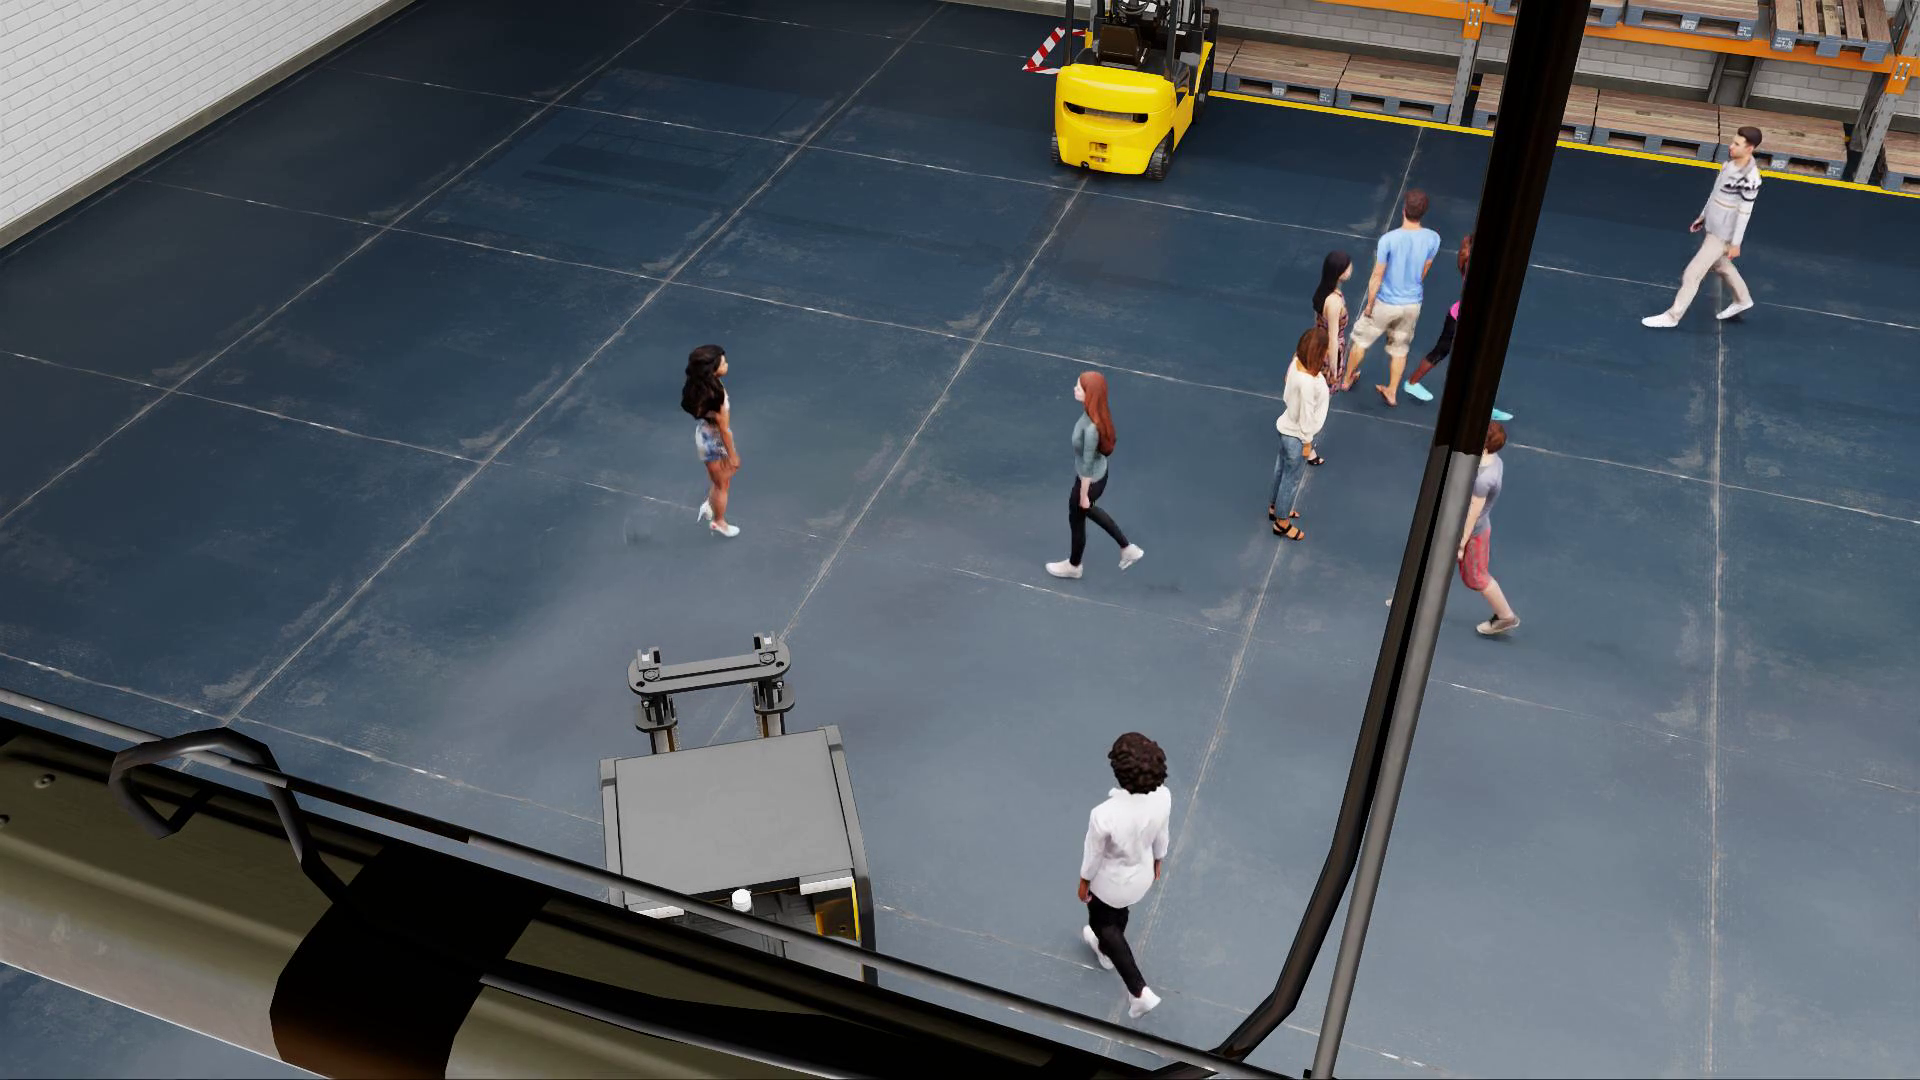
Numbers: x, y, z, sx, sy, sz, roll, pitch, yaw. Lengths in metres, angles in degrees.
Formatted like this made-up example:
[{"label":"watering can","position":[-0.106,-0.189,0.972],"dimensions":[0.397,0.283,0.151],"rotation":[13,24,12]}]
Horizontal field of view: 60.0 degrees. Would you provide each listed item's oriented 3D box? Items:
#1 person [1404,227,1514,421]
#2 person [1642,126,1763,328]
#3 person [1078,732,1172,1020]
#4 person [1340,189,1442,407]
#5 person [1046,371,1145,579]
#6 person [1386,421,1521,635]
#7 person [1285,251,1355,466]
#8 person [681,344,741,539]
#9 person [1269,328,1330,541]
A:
[{"label":"person","position":[3.870,-1.726,12.997],"dimensions":[1.211,1.667,0.859],"rotation":[28,46,30]},{"label":"person","position":[6.493,-2.609,13.966],"dimensions":[1.251,1.839,0.876],"rotation":[4,39,5]},{"label":"person","position":[0.865,1.747,8.549],"dimensions":[1.005,1.792,1.086],"rotation":[-18,42,-21]},{"label":"person","position":[3.457,-1.831,12.982],"dimensions":[0.825,1.851,0.896],"rotation":[-5,39,-6]},{"label":"person","position":[0.955,-0.397,11.281],"dimensions":[0.908,1.732,0.606],"rotation":[11,40,13]},{"label":"person","position":[3.427,-0.038,10.919],"dimensions":[1.113,1.624,0.637],"rotation":[10,40,12]},{"label":"person","position":[2.726,-1.368,12.463],"dimensions":[0.795,1.774,0.769],"rotation":[-2,39,-2]},{"label":"person","position":[-1.791,-0.661,11.707],"dimensions":[0.762,1.613,0.708],"rotation":[-12,40,-14]},{"label":"person","position":[2.385,-0.770,11.792],"dimensions":[0.645,1.678,0.676],"rotation":[1,39,1]}]
